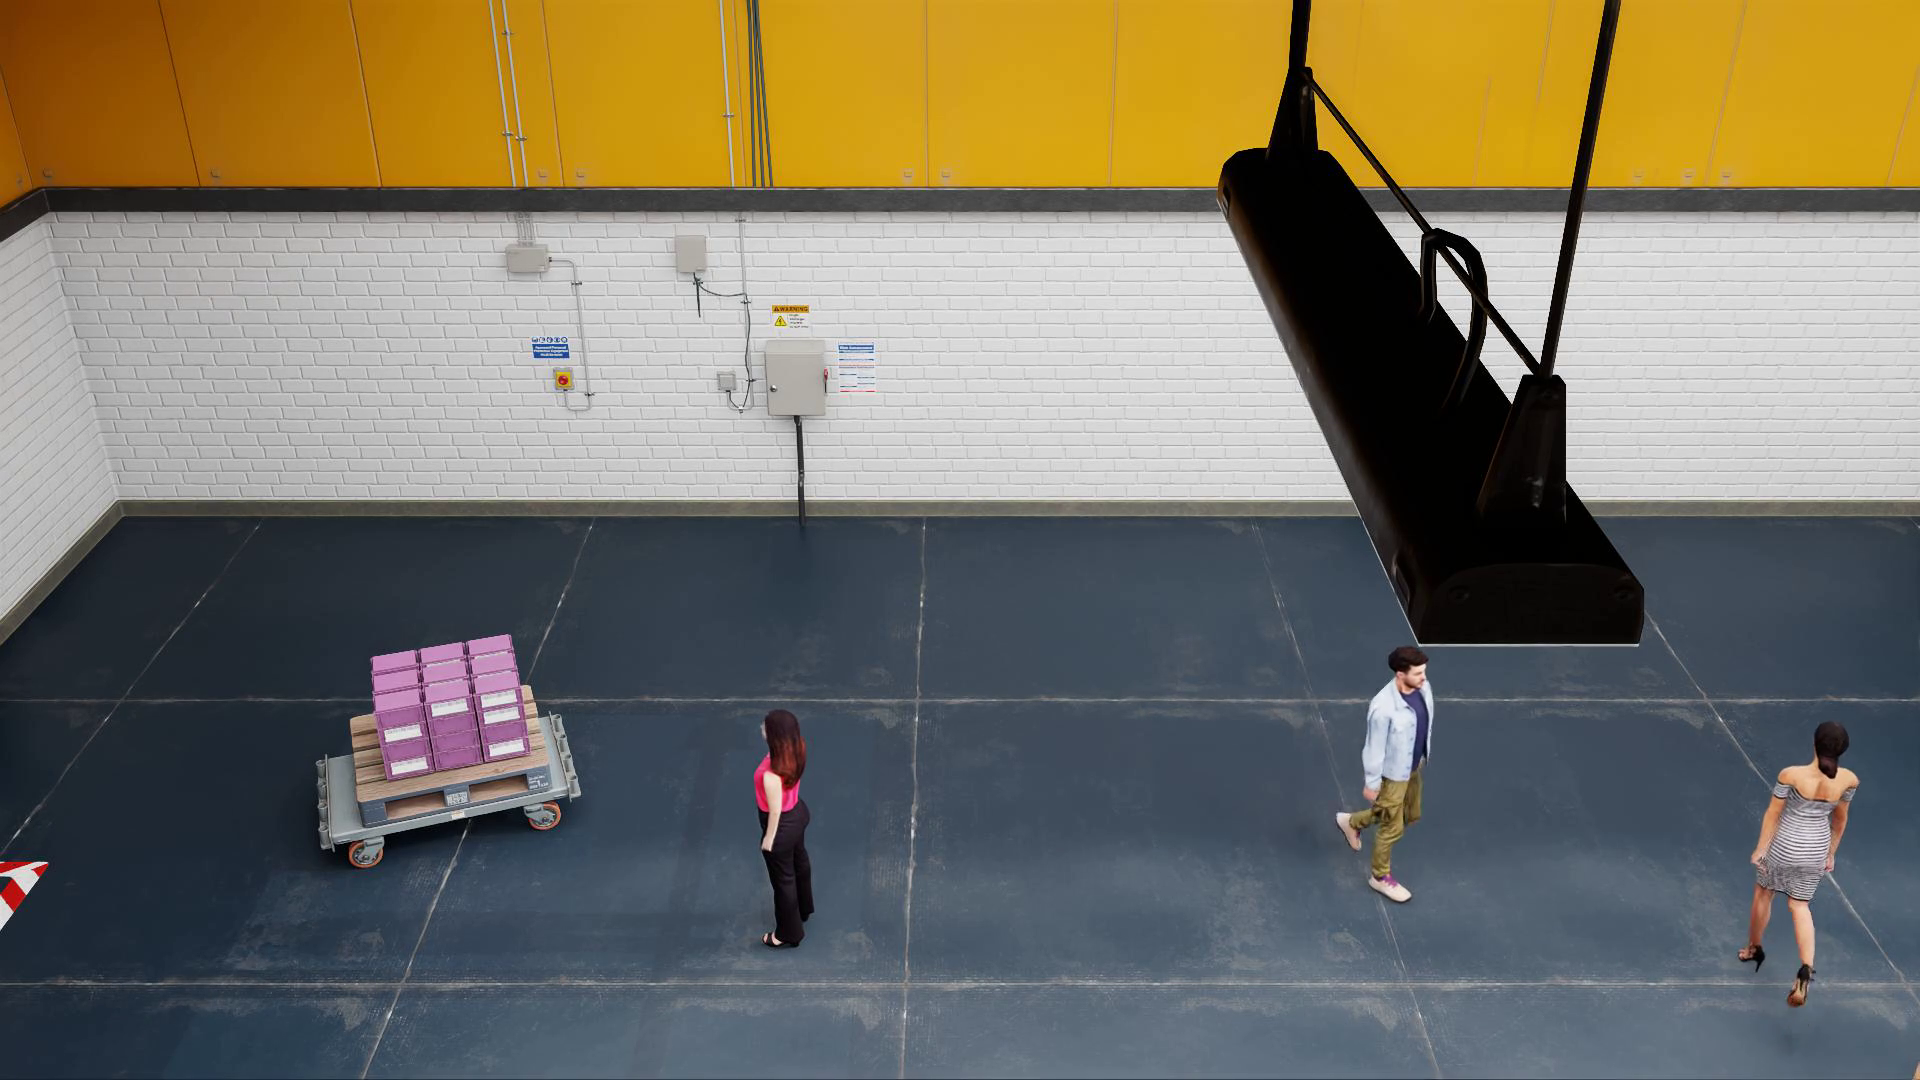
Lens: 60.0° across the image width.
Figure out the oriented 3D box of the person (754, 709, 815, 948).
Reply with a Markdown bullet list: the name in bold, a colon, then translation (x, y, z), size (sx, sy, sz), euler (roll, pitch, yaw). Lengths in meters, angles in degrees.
- **person**: translation (-1.053, 1.696, 9.903), size (0.689, 1.653, 0.539), euler (7, 29, 13)

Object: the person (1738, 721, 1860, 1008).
- **person**: translation (4.772, 1.864, 9.438), size (0.646, 1.803, 0.971), euler (2, 29, 5)

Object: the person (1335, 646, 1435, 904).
- **person**: translation (2.634, 1.389, 10.311), size (0.979, 1.800, 1.049), euler (-23, 36, -36)
